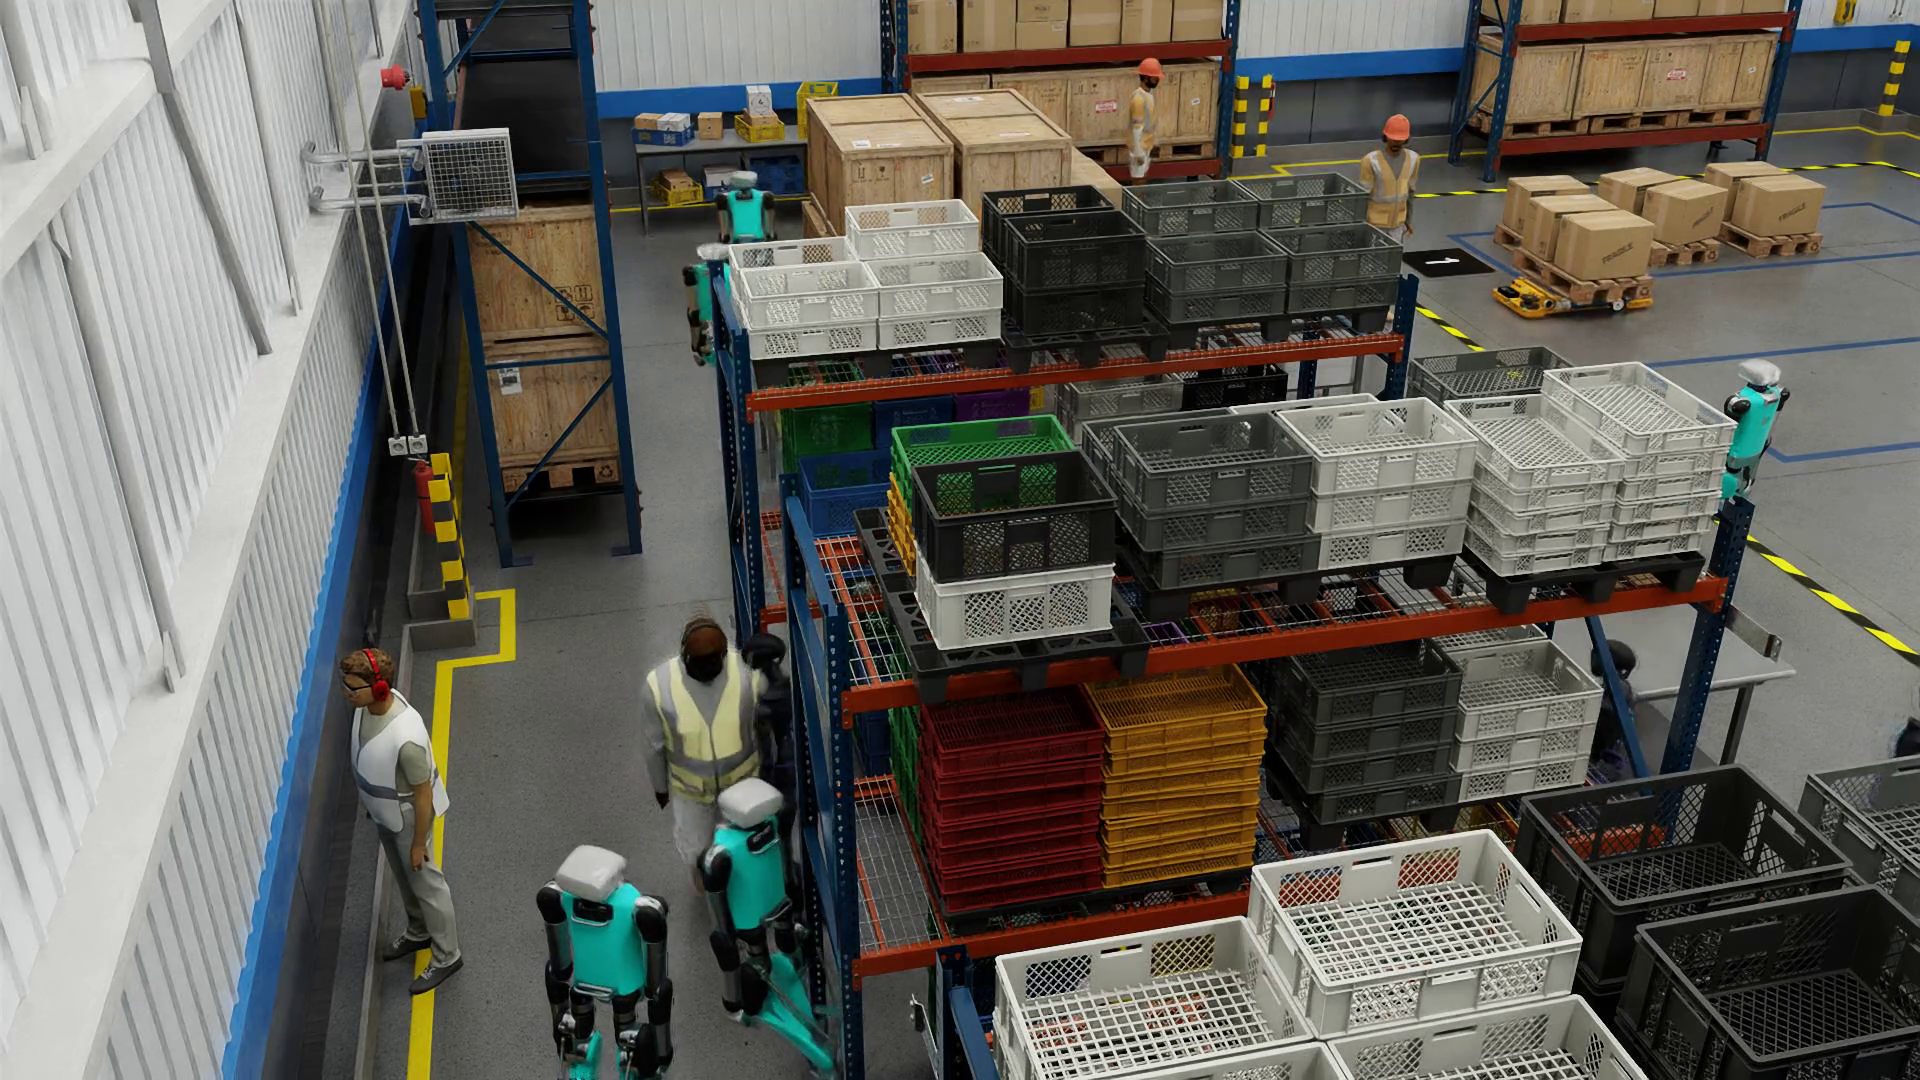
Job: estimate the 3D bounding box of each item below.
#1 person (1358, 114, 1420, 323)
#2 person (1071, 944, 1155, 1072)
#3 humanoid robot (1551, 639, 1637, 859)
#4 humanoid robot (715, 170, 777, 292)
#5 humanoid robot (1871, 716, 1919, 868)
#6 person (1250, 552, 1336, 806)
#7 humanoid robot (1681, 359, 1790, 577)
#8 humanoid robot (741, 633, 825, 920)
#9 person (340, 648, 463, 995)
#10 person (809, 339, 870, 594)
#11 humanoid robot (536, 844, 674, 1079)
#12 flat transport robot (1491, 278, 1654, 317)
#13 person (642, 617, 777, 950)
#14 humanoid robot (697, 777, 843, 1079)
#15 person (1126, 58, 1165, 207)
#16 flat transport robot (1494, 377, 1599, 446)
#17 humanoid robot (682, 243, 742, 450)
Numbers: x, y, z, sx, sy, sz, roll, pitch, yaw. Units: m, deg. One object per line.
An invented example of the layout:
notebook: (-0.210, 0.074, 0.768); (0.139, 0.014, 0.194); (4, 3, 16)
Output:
person: (4.090, -3.064, 15.961); (0.615, 2.040, 0.369); (-8, 29, -14)
person: (0.540, 2.208, 6.141); (0.323, 1.870, 0.513); (-5, 28, -10)
humanoid robot: (3.084, 1.226, 8.232); (0.609, 1.636, 0.622); (-22, 35, -36)
humanoid robot: (-1.926, -2.337, 14.923); (0.555, 1.775, 0.962); (0, 28, 1)
humanoid robot: (4.518, 1.369, 7.940); (0.336, 1.649, 0.600); (17, 32, 29)
person: (1.812, 0.663, 9.182); (0.524, 1.768, 0.313); (19, 33, 32)
humanoid robot: (5.040, -0.481, 11.244); (0.533, 1.673, 0.735); (-15, 31, -26)
humanoid robot: (-0.863, 1.157, 8.340); (0.554, 1.637, 0.589); (-1, 28, -2)
person: (-2.636, 1.304, 7.880); (0.390, 1.846, 0.565); (-22, 35, -36)
person: (-0.730, -0.496, 11.240); (0.605, 1.899, 0.477); (22, 35, 36)
humanoid robot: (-1.433, 2.056, 6.497); (0.539, 1.734, 0.697); (8, 29, 14)
flat transport robot: (6.177, -2.496, 16.753); (1.431, 0.197, 0.652); (-6, 28, -12)
person: (-1.217, 1.151, 8.206); (0.631, 1.816, 0.536); (-5, 28, -10)
humanoid robot: (-0.659, 1.888, 6.966); (0.746, 1.851, 0.561); (16, 32, 27)
person: (2.061, -4.426, 18.665); (0.381, 1.933, 0.546); (9, 29, 16)
flat transport robot: (4.780, -1.036, 14.013); (0.659, 0.231, 1.431); (-6, 28, -12)
humanoid robot: (-1.858, -1.614, 13.579); (0.532, 1.818, 0.793); (8, 29, 14)
